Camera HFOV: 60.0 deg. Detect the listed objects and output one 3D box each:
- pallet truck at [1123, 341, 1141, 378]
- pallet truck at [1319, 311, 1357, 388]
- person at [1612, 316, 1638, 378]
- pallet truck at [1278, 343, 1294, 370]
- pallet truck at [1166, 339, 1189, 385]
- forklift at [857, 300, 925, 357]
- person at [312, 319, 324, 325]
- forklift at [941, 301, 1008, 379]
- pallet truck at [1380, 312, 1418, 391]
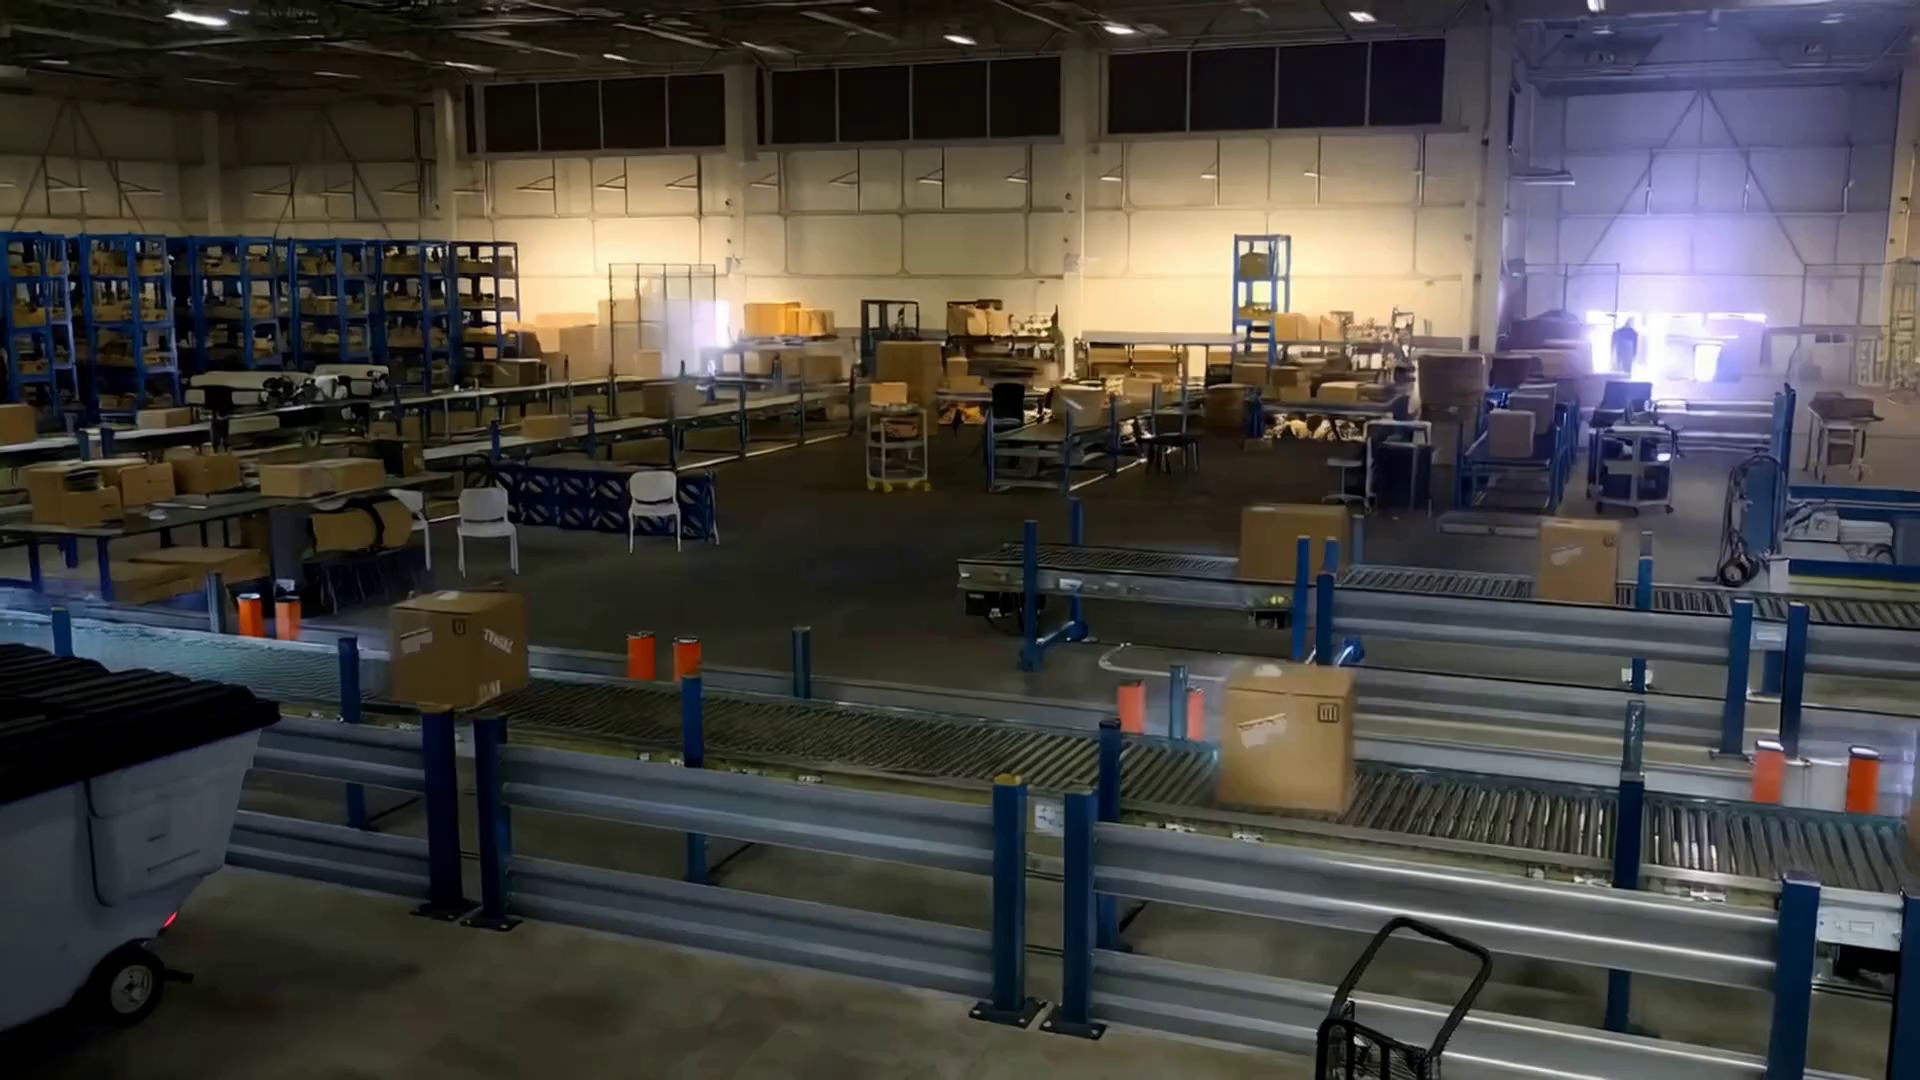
[{"bbox_3d":[4.445,-4.380,41.279,0.680,1.201,1.601,4,10,22],"label":"pallet truck"},{"bbox_3d":[9.071,-4.419,39.190,0.823,1.965,1.885,5,10,26],"label":"pallet truck"},{"bbox_3d":[15.221,-4.187,38.157,0.696,1.885,0.647,-7,12,-36],"label":"person"},{"bbox_3d":[7.886,-4.163,39.743,0.653,1.274,1.630,4,10,22],"label":"pallet truck"},{"bbox_3d":[5.418,-4.269,40.420,0.704,1.261,1.522,3,10,20],"label":"pallet truck"},{"bbox_3d":[-1.732,-5.109,42.468,1.157,1.987,2.680,4,10,22],"label":"forklift"},{"bbox_3d":[-16.534,-4.993,43.189,0.560,1.826,0.575,3,10,16],"label":"person"},{"bbox_3d":[0.365,-4.966,41.571,1.157,1.987,2.680,3,10,20],"label":"forklift"},{"bbox_3d":[10.207,-4.283,38.369,0.823,1.965,1.885,3,10,20],"label":"pallet truck"}]
